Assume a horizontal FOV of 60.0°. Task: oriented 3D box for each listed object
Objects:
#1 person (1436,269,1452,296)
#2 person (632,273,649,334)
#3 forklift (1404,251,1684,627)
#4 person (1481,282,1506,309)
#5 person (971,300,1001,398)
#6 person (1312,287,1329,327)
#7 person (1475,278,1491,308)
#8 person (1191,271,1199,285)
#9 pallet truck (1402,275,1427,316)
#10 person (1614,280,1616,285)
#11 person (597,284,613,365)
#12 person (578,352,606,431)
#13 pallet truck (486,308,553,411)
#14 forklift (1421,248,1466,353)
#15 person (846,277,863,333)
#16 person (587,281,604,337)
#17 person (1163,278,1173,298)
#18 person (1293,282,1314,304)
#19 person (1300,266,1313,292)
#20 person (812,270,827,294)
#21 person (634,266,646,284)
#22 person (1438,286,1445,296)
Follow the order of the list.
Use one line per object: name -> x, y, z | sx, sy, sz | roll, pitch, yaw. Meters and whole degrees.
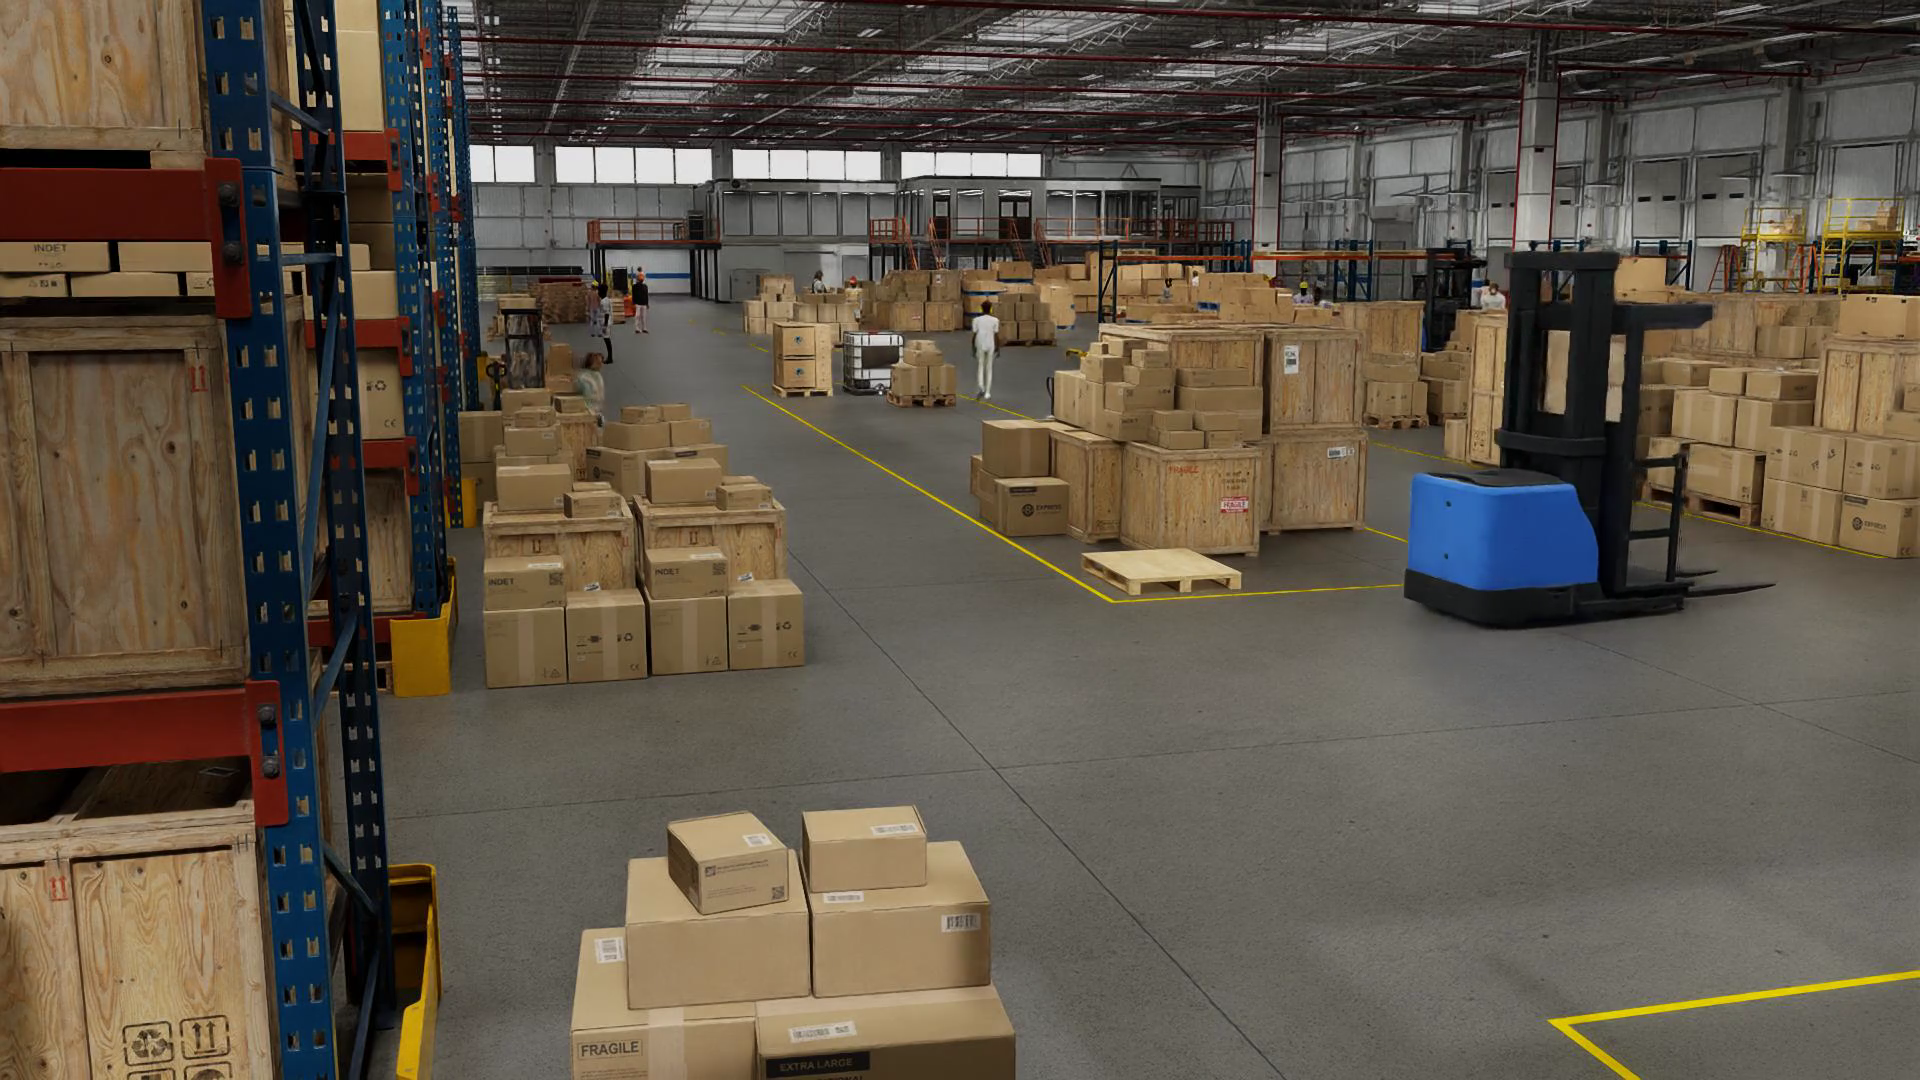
person -> 20.601, -10.589, 70.813 | 0.641, 1.931, 0.483 | 2, 10, 11
person -> -10.527, -7.802, 54.852 | 0.375, 1.997, 0.609 | 9, 14, 42
forklift -> 4.576, -0.842, 12.939 | 1.873, 2.768, 1.129 | -4, 11, -19
person -> 14.150, -5.876, 44.180 | 0.629, 1.925, 0.477 | 5, 11, 26
person -> 0.508, -3.636, 31.689 | 0.563, 1.845, 0.642 | 1, 10, 6
person -> 8.650, -5.117, 39.930 | 0.492, 1.898, 0.625 | -3, 10, -16
person -> 17.159, -7.620, 54.308 | 0.654, 1.819, 0.680 | 3, 10, 17
person -> 9.276, -9.635, 65.469 | 0.528, 1.940, 0.648 | 6, 12, 33
pallet truck -> 14.620, -7.324, 52.145 | 0.823, 1.965, 1.885 | 8, 13, 40
person -> 22.315, -8.012, 56.768 | 0.492, 1.742, 0.319 | 1, 10, 7
person -> -8.617, -5.238, 40.418 | 0.364, 1.964, 0.611 | -2, 10, -9
person -> -4.378, -1.471, 20.127 | 0.868, 1.595, 0.509 | 4, 11, 20
pallet truck -> -6.242, -2.418, 24.362 | 0.823, 1.965, 1.885 | 1, 10, 3
forklift -> 12.027, -5.867, 41.393 | 1.129, 2.768, 1.873 | -3, 10, -16
person -> -3.310, -7.250, 51.937 | 0.537, 1.929, 0.382 | 1, 10, 6
person -> -11.580, -7.330, 52.833 | 0.526, 1.769, 0.328 | 4, 11, 20
person -> 6.670, -7.495, 53.519 | 0.328, 1.862, 0.501 | 0, 10, 2
person -> 9.158, -5.933, 44.462 | 0.594, 1.927, 0.367 | 4, 11, 23
person -> 17.800, -13.123, 85.317 | 0.611, 1.882, 0.952 | -4, 11, -21
person -> -4.902, -8.447, 58.379 | 0.538, 2.000, 0.690 | -4, 11, -21
person -> -16.227, -12.963, 84.434 | 0.613, 1.869, 0.472 | -3, 11, -18
person -> 14.541, -6.819, 50.162 | 0.322, 1.690, 0.534 | -3, 10, -15
